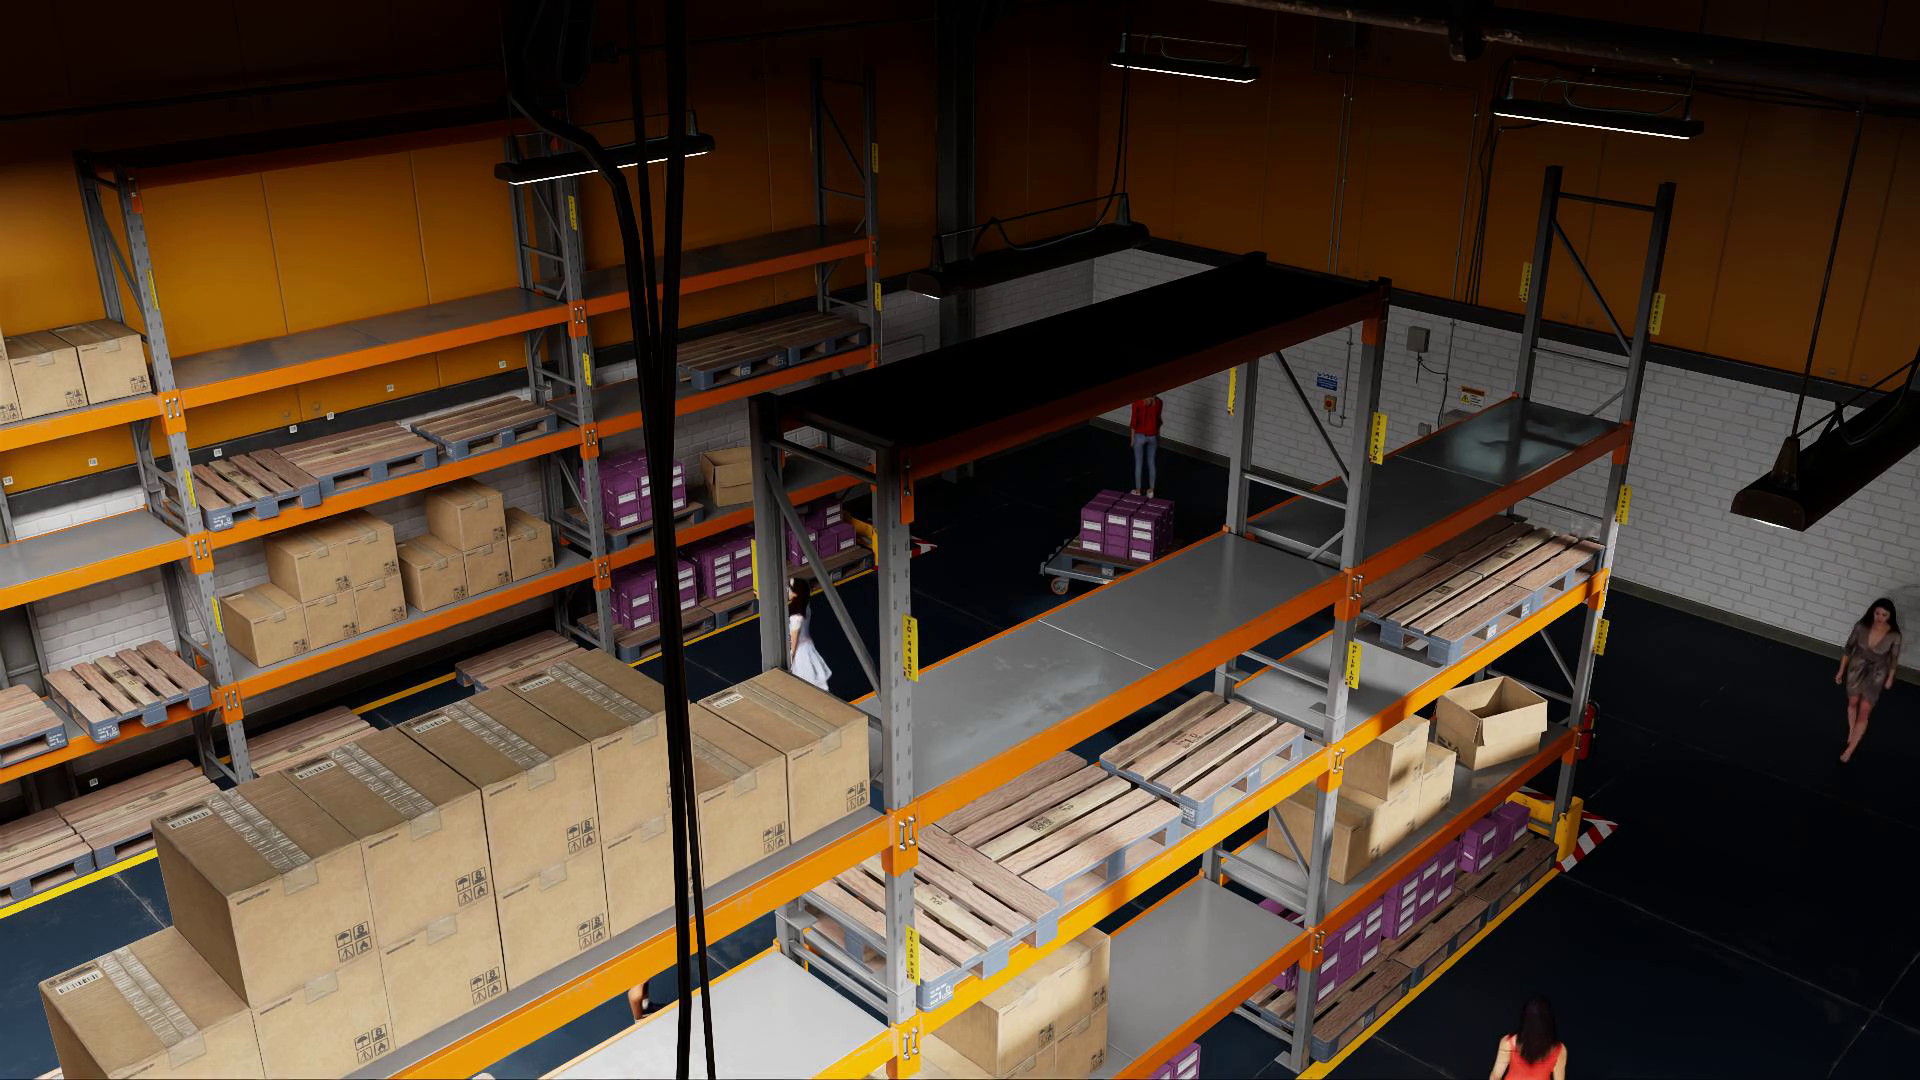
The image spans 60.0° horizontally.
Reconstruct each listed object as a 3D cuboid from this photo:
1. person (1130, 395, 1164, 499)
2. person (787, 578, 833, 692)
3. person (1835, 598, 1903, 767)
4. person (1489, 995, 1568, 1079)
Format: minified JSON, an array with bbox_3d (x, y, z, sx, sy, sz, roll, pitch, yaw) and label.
[{"bbox_3d":[2.506,-1.370,22.381,0.625,1.702,0.747,-7,25,-16],"label":"person"},{"bbox_3d":[-1.488,1.231,16.348,1.143,1.770,1.114,2,24,3],"label":"person"},{"bbox_3d":[8.864,1.316,16.228,0.960,1.708,0.585,-21,31,-40],"label":"person"},{"bbox_3d":[3.657,3.724,10.734,0.894,1.698,0.987,3,24,8],"label":"person"}]
